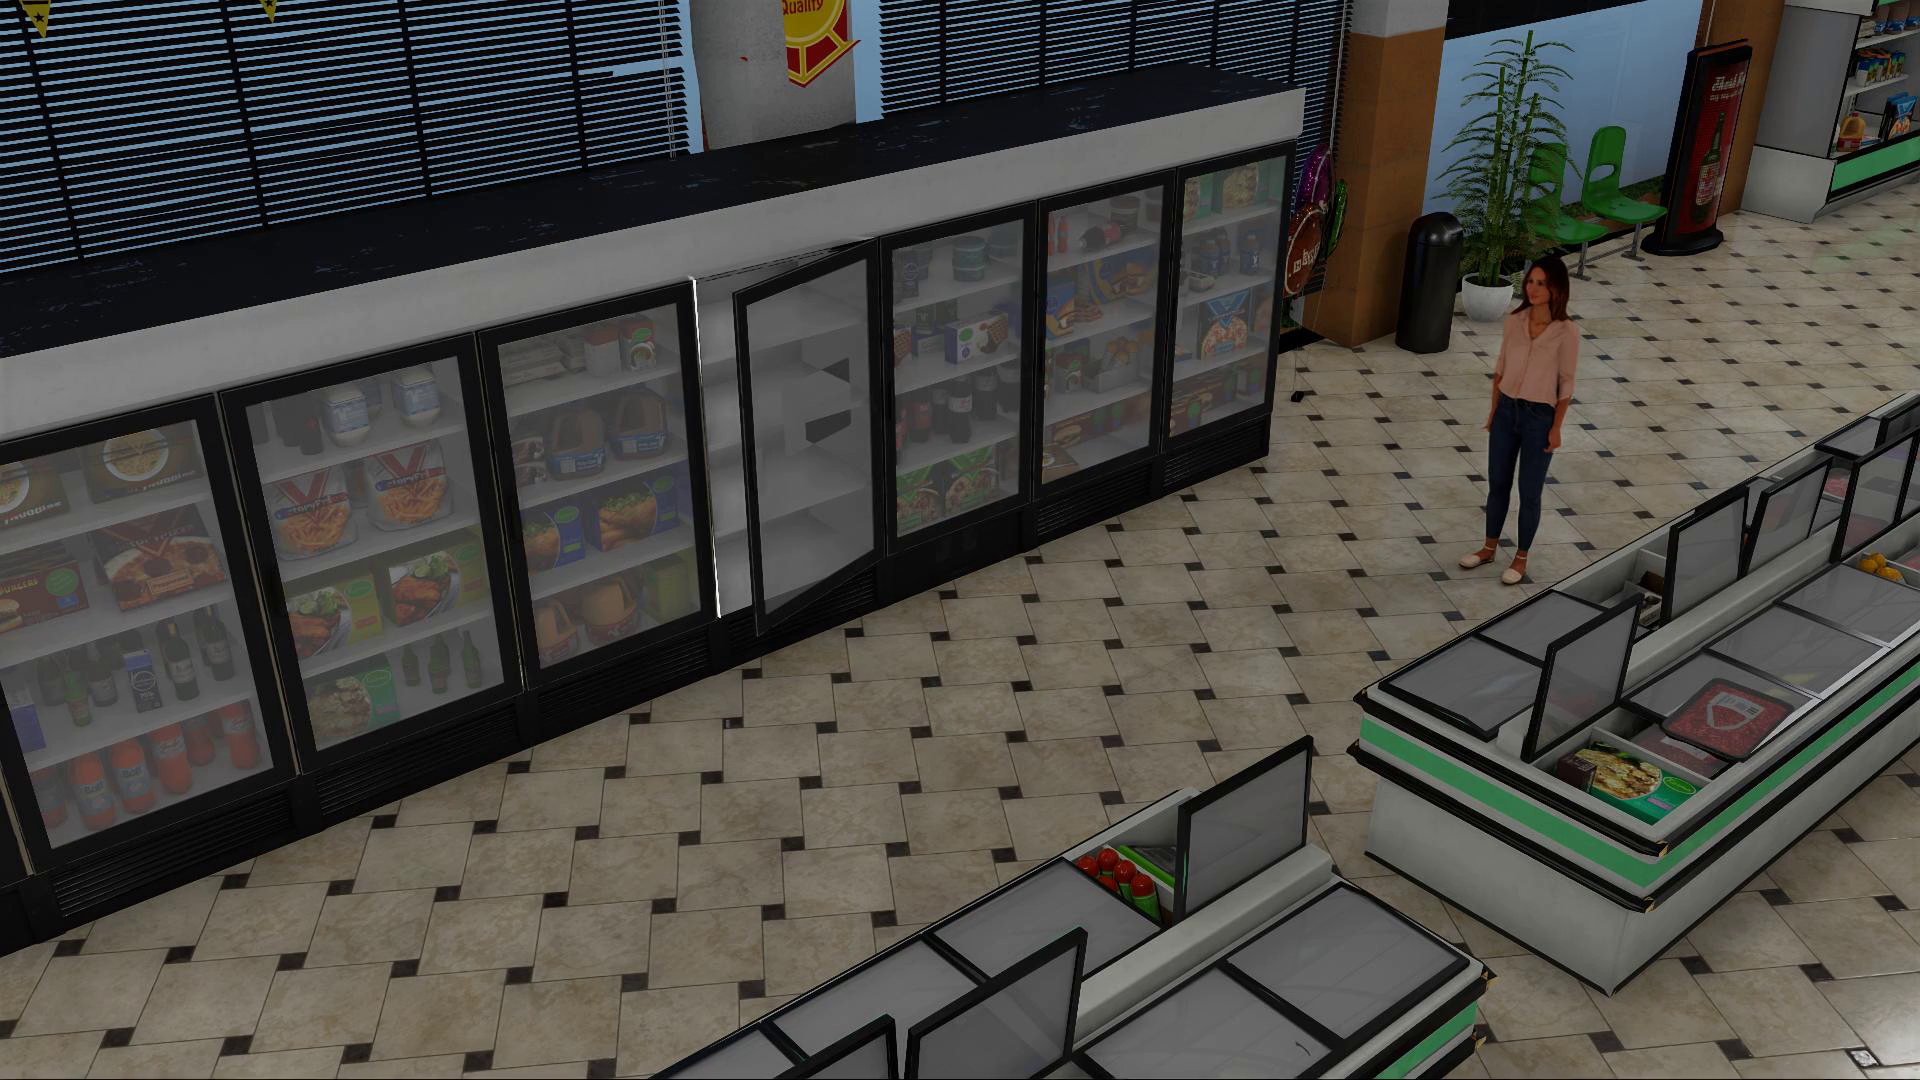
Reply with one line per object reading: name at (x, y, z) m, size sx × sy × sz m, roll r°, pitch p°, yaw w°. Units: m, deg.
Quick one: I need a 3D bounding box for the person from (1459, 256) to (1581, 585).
person at (2.975, -0.629, 8.726) m, size 0.518 × 1.792 × 0.585 m, roll -22°, pitch 34°, yaw -36°
